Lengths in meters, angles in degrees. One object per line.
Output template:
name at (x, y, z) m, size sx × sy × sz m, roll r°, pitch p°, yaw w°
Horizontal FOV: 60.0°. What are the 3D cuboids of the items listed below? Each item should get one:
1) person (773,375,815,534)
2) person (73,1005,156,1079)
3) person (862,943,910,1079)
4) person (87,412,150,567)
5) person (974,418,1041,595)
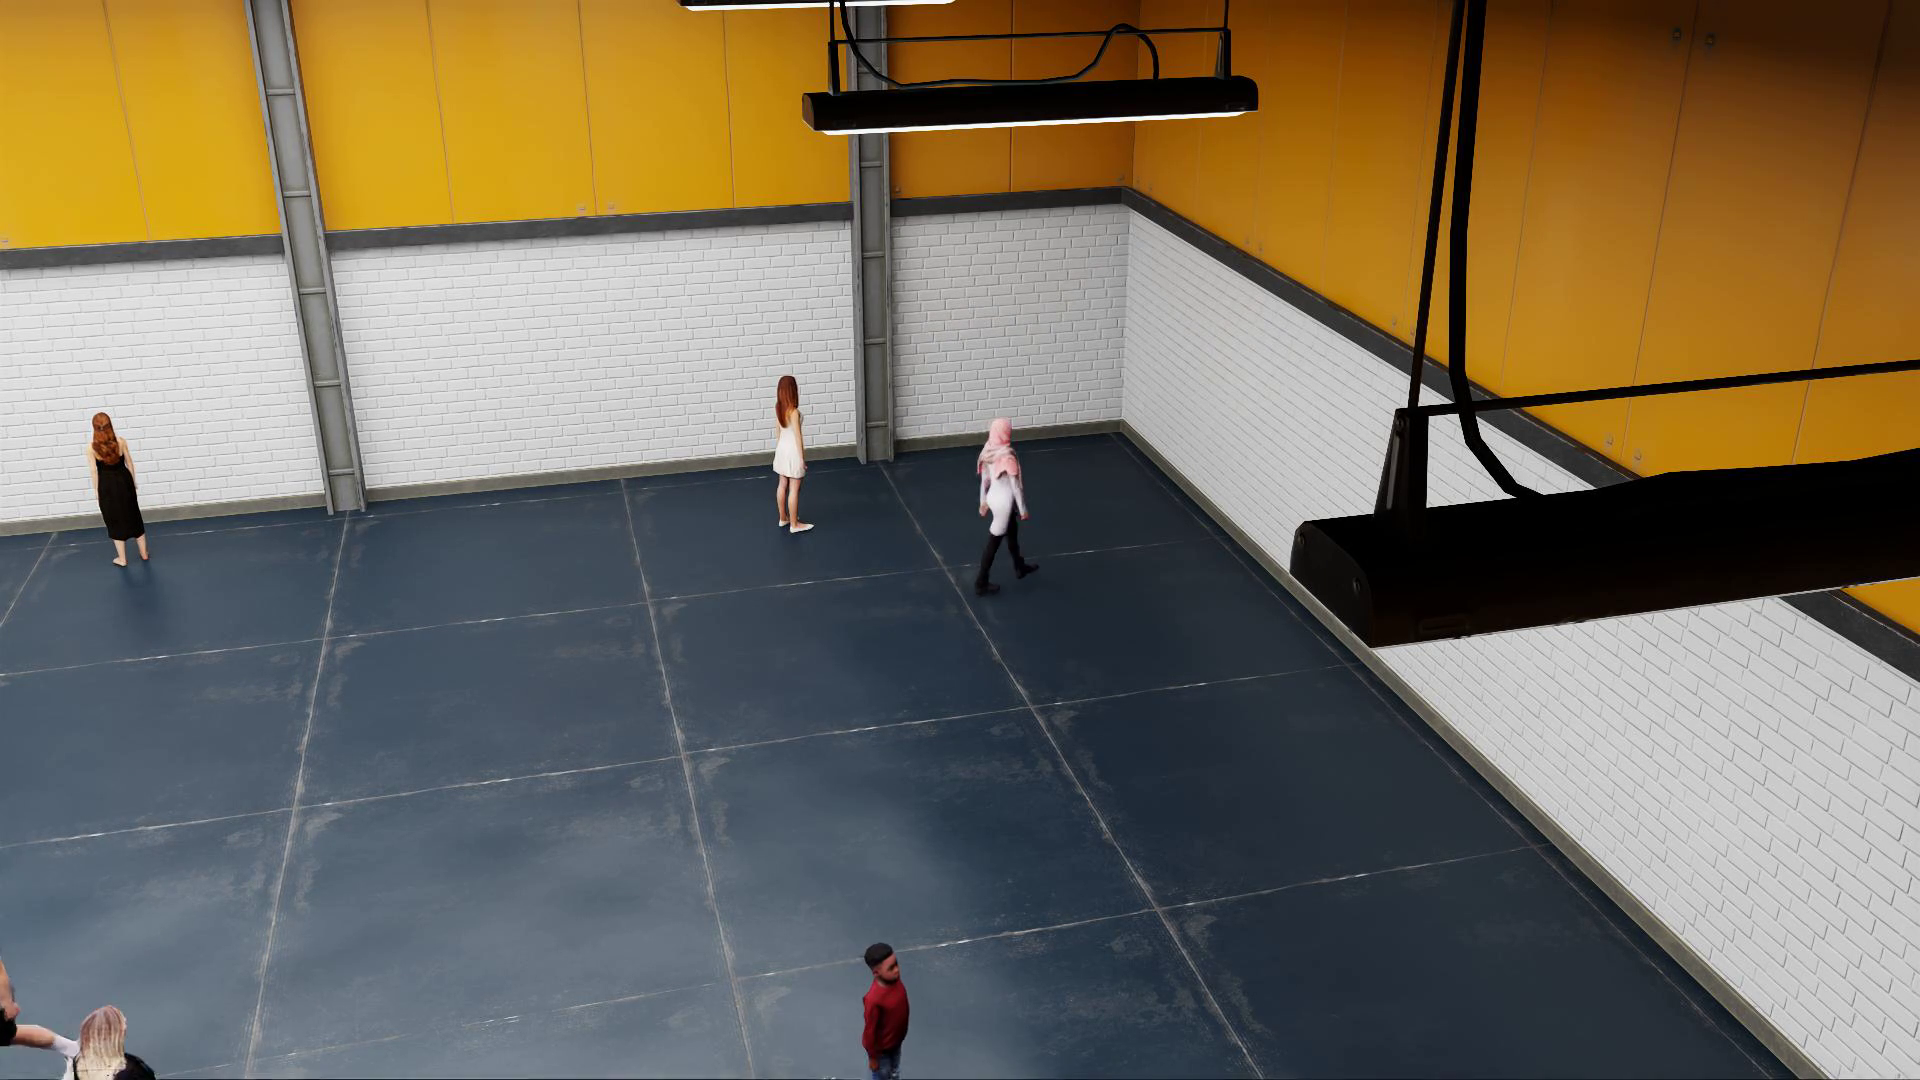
person at (-1.806, -0.928, 17.658) m, size 0.634 × 1.711 × 0.633 m, roll -17°, pitch 29°, yaw -34°
person at (-4.263, 3.133, 8.419) m, size 0.738 × 1.669 × 0.802 m, roll 12°, pitch 26°, yaw 25°
person at (-0.487, 2.852, 9.586) m, size 0.748 × 1.250 × 0.684 m, roll 12°, pitch 26°, yaw 25°
person at (-8.545, -0.524, 16.840) m, size 0.642 × 1.625 × 0.724 m, roll -20°, pitch 31°, yaw -39°
person at (0.317, -0.288, 16.117) m, size 1.062 × 1.772 × 0.758 m, roll -11°, pitch 26°, yaw -23°
